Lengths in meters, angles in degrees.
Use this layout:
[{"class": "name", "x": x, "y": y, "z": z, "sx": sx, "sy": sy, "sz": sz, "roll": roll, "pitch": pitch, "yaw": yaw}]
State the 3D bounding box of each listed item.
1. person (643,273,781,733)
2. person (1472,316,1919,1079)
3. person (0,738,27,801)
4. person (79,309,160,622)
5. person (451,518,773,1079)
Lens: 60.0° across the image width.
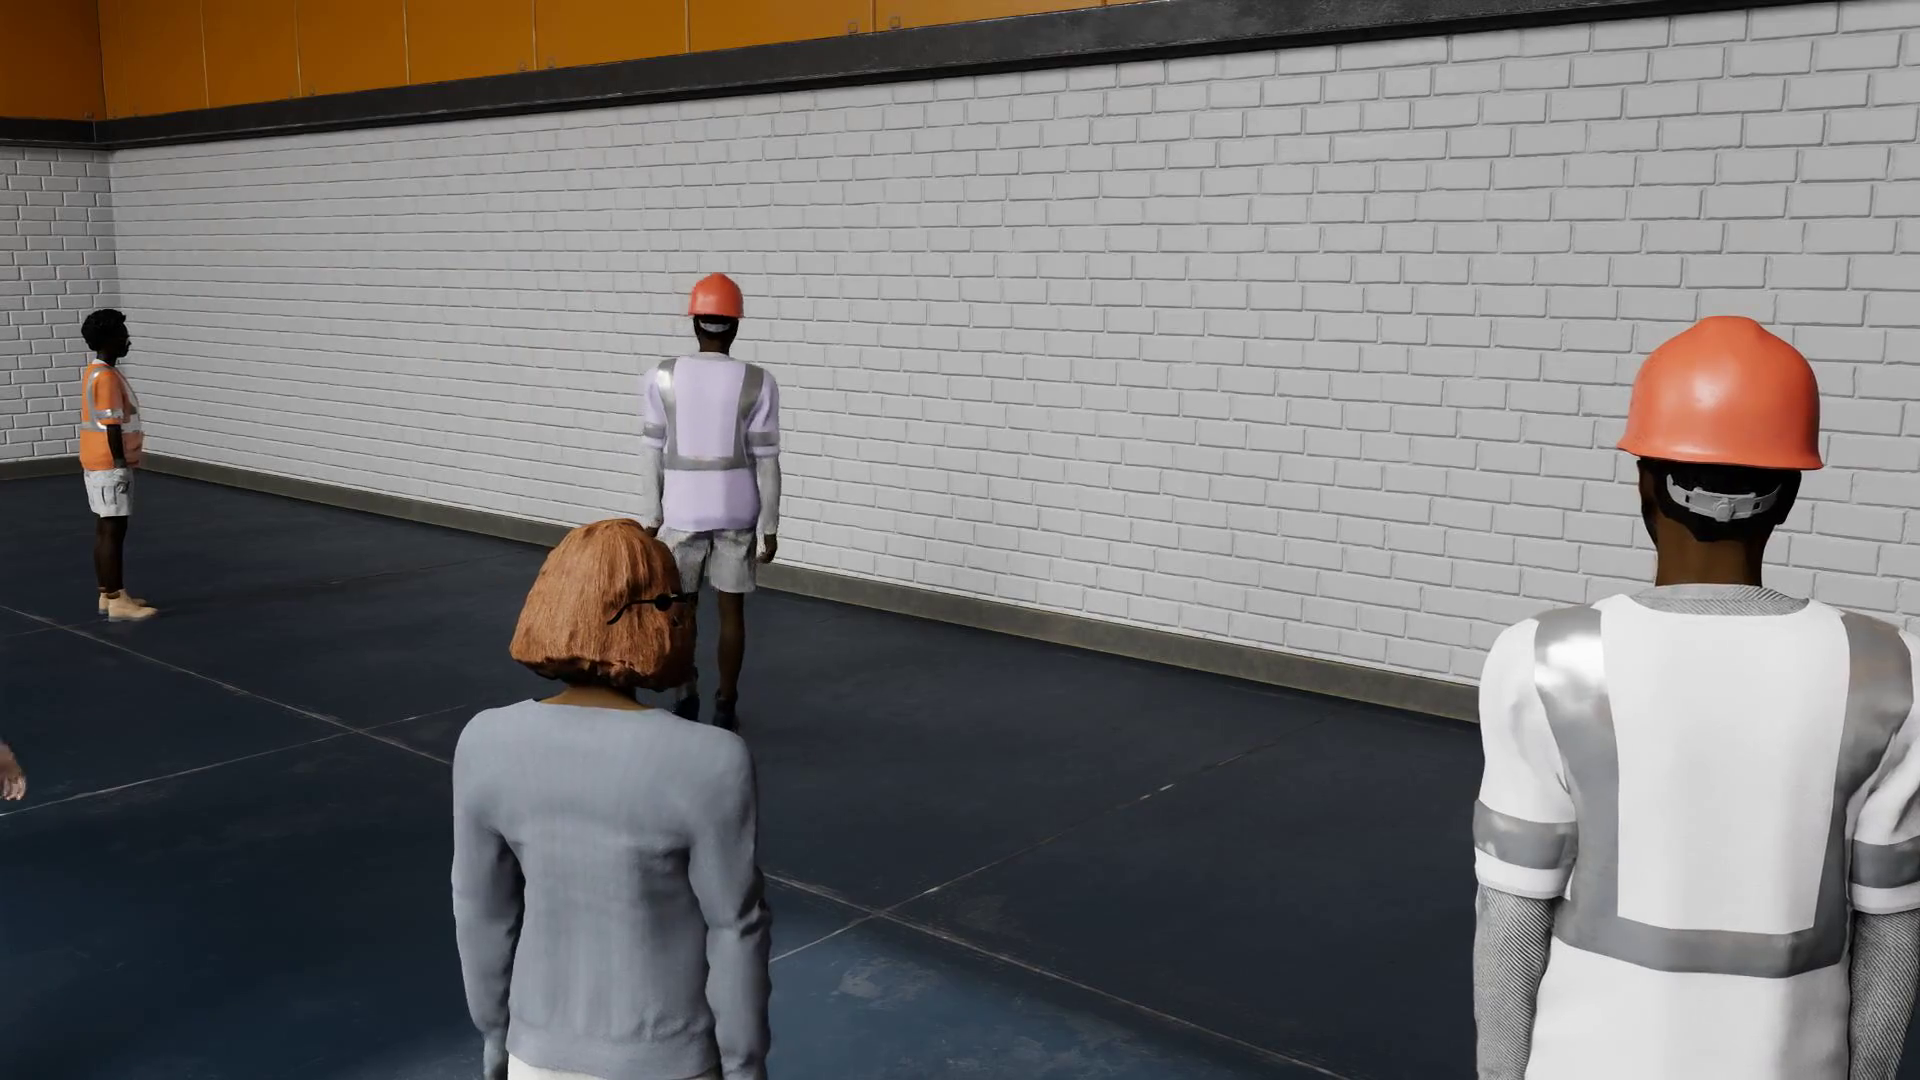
[{"class": "person", "x": -1.004, "y": -0.106, "z": 6.719, "sx": 0.576, "sy": 1.923, "sz": 0.533, "roll": 0, "pitch": 10, "yaw": -1}, {"class": "person", "x": 0.930, "y": 0.685, "z": 2.174, "sx": 0.544, "sy": 1.939, "sz": 0.354, "roll": 2, "pitch": 10, "yaw": 10}, {"class": "person", "x": -2.334, "y": 0.527, "z": 3.599, "sx": 0.368, "sy": 1.760, "sz": 0.555, "roll": 0, "pitch": 10, "yaw": 2}, {"class": "person", "x": -4.622, "y": -0.408, "z": 9.079, "sx": 0.321, "sy": 1.696, "sz": 0.537, "roll": -6, "pitch": 12, "yaw": -32}, {"class": "person", "x": -0.512, "y": 0.779, "z": 2.507, "sx": 0.501, "sy": 1.631, "sz": 0.285, "roll": 3, "pitch": 10, "yaw": 17}]
